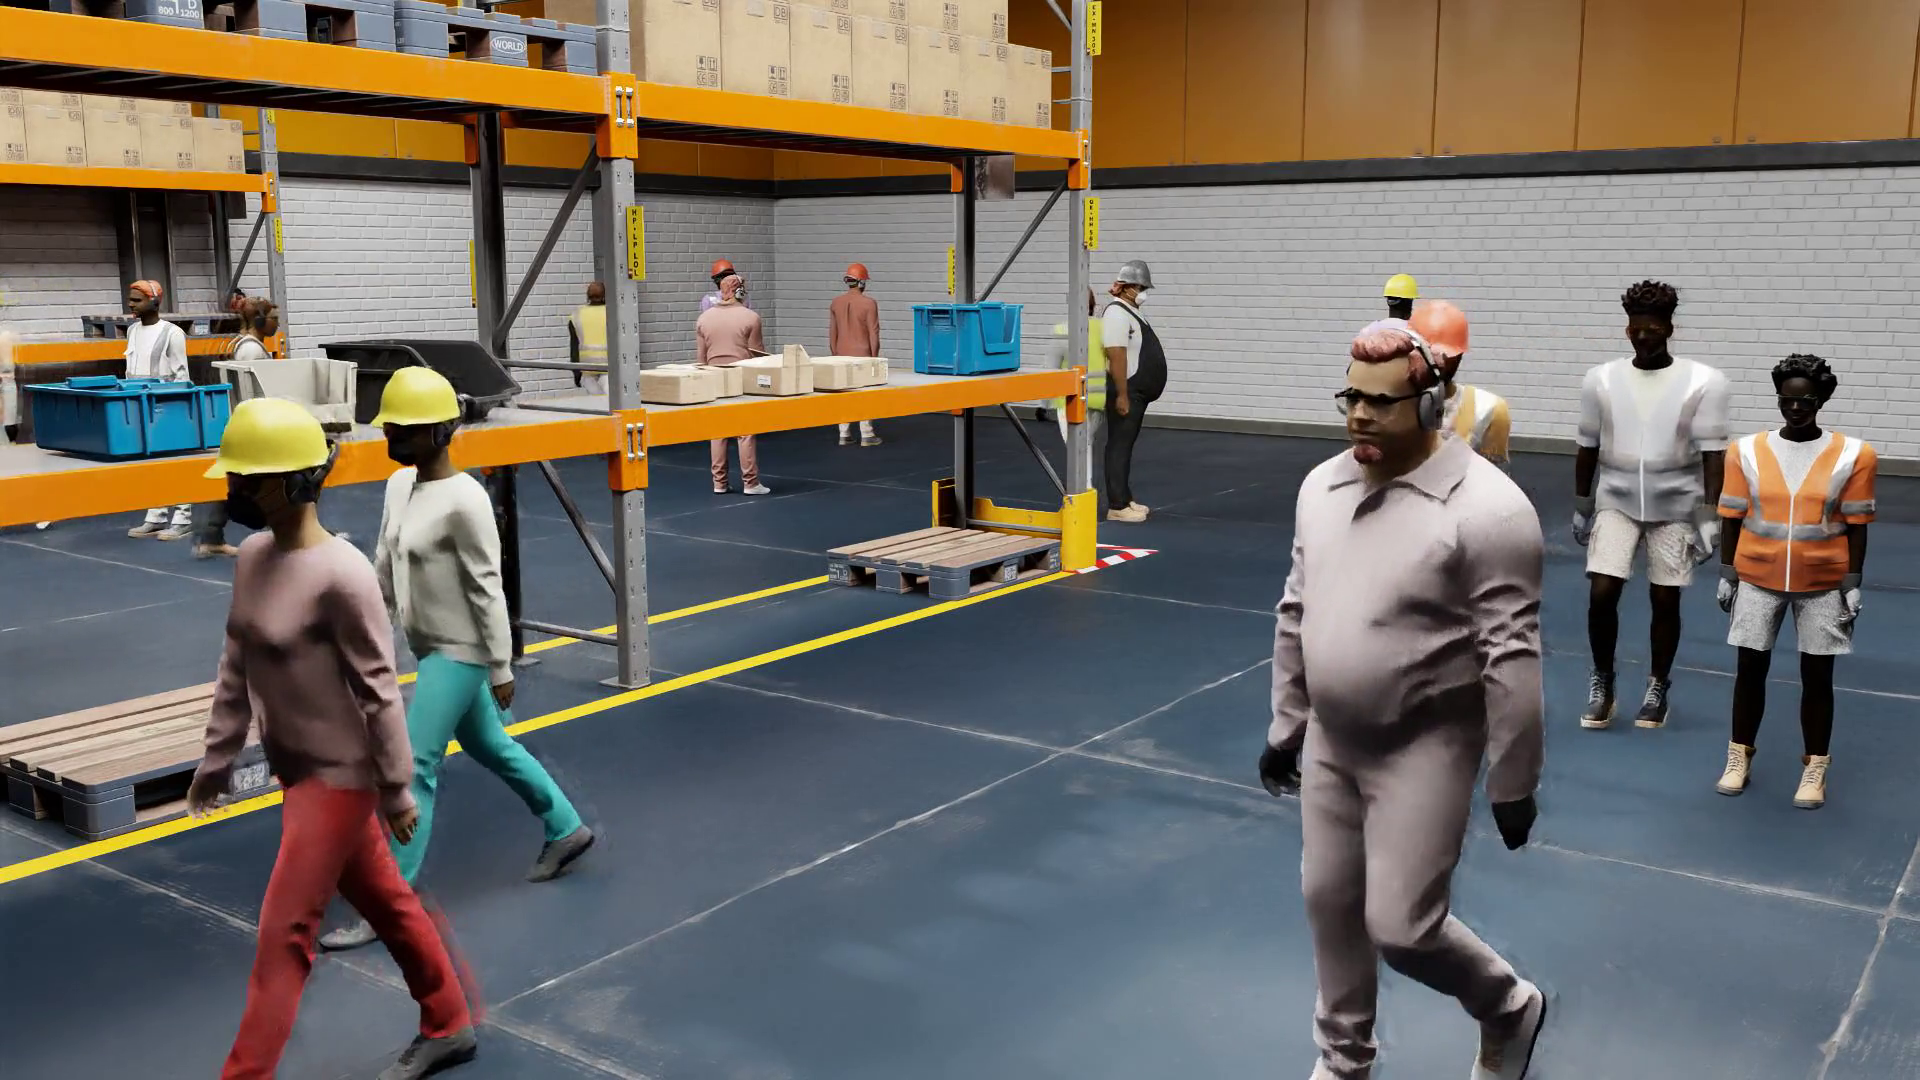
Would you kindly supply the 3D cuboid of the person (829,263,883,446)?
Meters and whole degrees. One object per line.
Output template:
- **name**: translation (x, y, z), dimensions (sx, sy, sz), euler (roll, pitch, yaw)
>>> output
- **person**: translation (-1.141, -2.030, 18.264), dimensions (0.612, 1.995, 0.393), euler (5, 11, 29)

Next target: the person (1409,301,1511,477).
- **person**: translation (1.805, 0.030, 6.417), dimensions (0.566, 1.881, 0.835), euler (4, 10, 24)

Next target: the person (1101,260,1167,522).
- **person**: translation (1.355, -1.176, 13.041), dimensions (0.536, 2.000, 0.672), euler (2, 10, 12)

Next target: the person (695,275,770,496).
- **person**: translation (-1.940, -1.329, 14.377), dimensions (0.636, 1.902, 0.405), euler (4, 10, 21)

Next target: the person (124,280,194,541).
- **person**: translation (-5.838, -0.936, 12.086), dimensions (0.572, 1.883, 0.354), euler (5, 11, 27)

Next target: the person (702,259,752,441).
- **person**: translation (-2.616, -2.111, 18.617), dimensions (0.607, 2.041, 0.377), euler (-7, 12, -36)

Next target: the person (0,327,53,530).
- **person**: translation (-7.018, -0.934, 12.057), dimensions (0.594, 1.900, 0.801), euler (3, 10, 17)

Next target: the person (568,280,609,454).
- **person**: translation (-3.731, -1.776, 17.262), dimensions (0.636, 1.826, 0.697), euler (1, 10, 5)

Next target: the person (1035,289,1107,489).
- **person**: translation (0.880, -1.074, 13.082), dimensions (0.630, 1.823, 0.657), euler (-6, 11, -33)

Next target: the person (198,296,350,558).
- **person**: translation (-4.779, -0.764, 11.368), dimensions (0.985, 1.786, 0.522), euler (-6, 11, -33)

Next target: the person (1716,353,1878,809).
- **person**: translation (3.087, 0.150, 6.193), dimensions (0.530, 1.689, 0.322), euler (6, 11, 32)

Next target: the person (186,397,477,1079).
- **person**: translation (-1.514, 0.536, 3.796), dimensions (0.920, 1.717, 0.525), euler (-9, 13, -44)

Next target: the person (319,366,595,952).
- **person**: translation (-1.526, 0.318, 5.097), dimensions (0.921, 1.720, 0.525), euler (-8, 12, -39)

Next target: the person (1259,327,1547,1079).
- **person**: translation (1.029, 0.456, 3.791), dimensions (0.545, 1.886, 0.673), euler (-6, 11, -30)

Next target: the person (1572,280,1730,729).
- **person**: translation (2.918, -0.126, 7.088), dimensions (0.639, 1.939, 0.634), euler (6, 11, 31)

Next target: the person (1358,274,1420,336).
- **person**: translation (3.132, -0.943, 11.994), dimensions (0.366, 1.927, 0.585), euler (-9, 13, -44)
